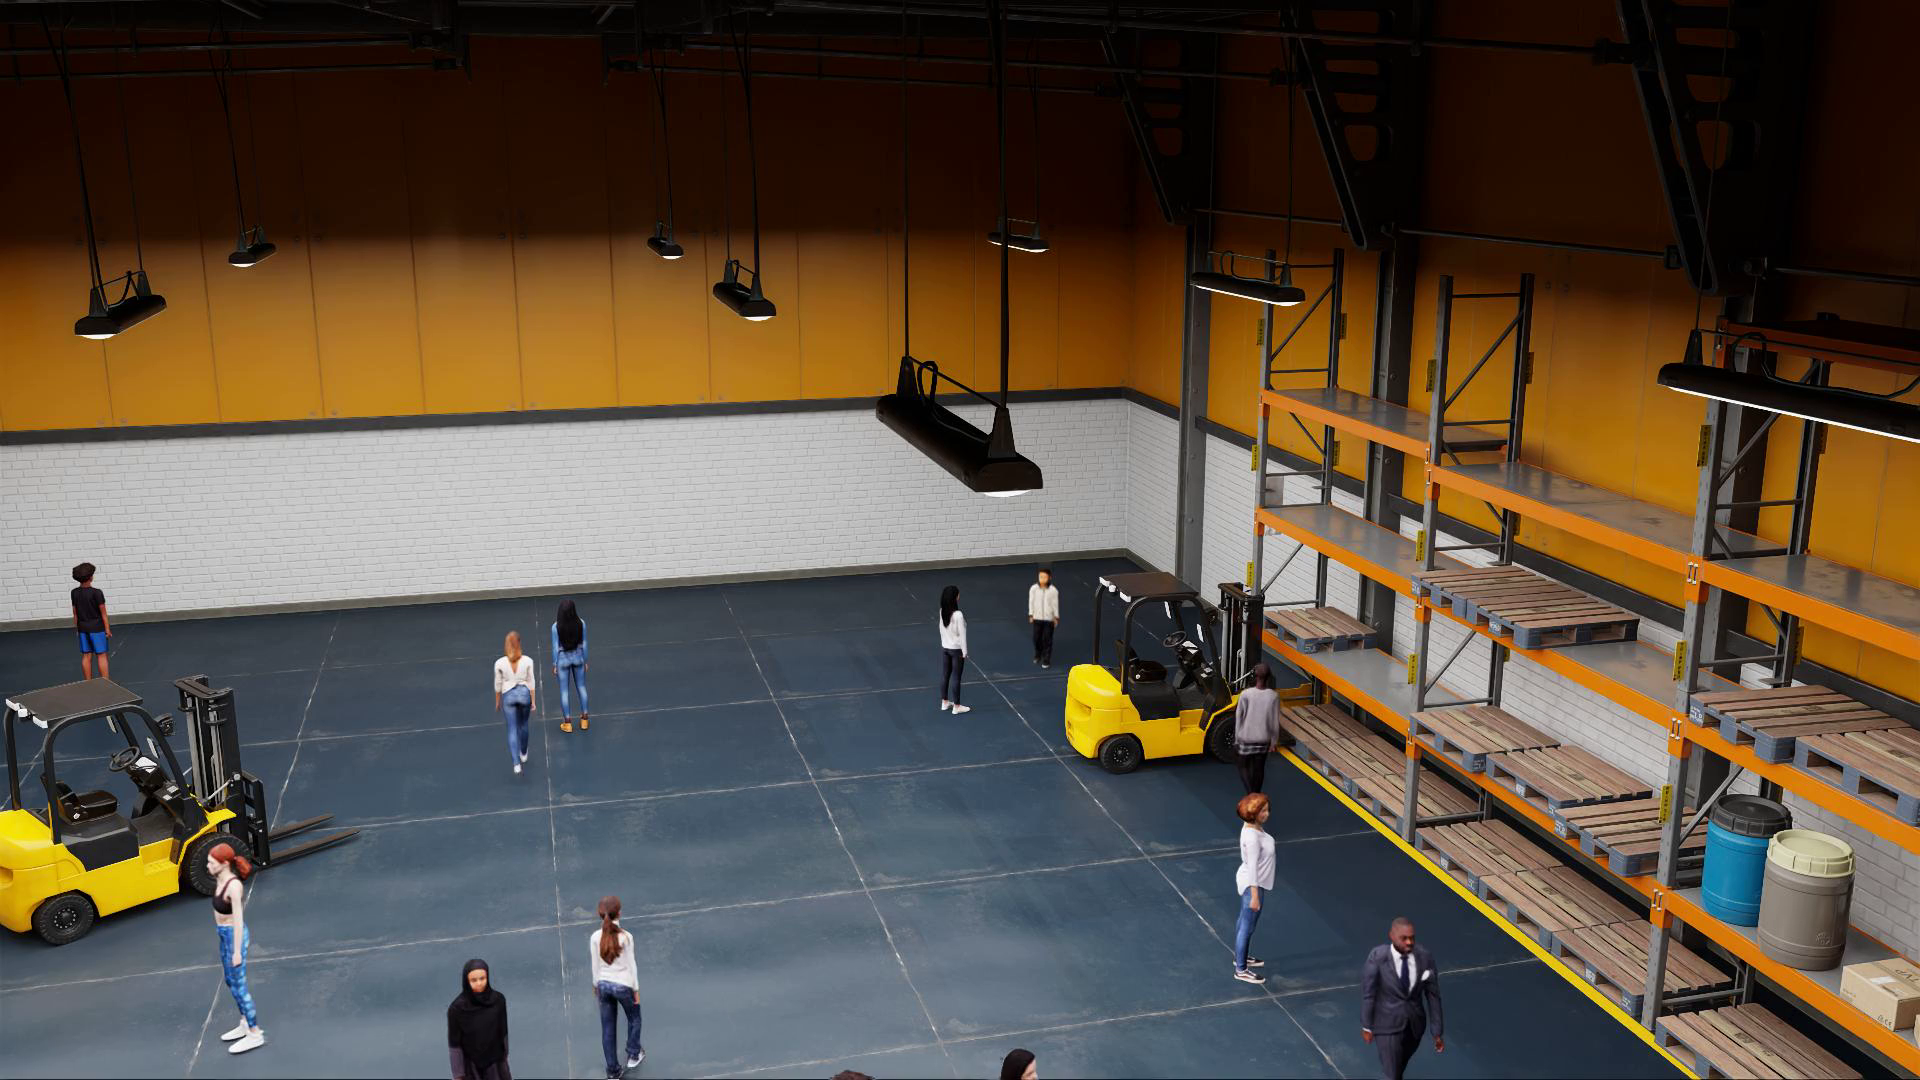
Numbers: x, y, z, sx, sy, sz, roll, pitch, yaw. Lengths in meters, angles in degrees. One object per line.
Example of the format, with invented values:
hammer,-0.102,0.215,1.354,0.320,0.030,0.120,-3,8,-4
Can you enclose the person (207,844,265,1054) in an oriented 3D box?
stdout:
person,-5.935,3.323,13.609,0.717,1.777,0.616,-11,18,-39

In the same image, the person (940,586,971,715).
person,-0.099,1.410,21.670,0.762,1.701,0.646,-12,18,-40

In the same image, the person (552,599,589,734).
person,-4.908,1.570,20.985,0.644,1.713,0.590,-7,15,-28

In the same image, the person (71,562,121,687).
person,-11.708,1.181,22.412,0.676,1.797,0.650,0,14,2

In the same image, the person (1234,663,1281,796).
person,3.247,2.218,18.206,0.761,1.761,0.959,0,14,0

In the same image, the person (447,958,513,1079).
person,-3.506,3.771,12.111,0.679,1.612,0.840,-6,15,-25

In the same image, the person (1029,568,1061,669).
person,1.205,1.077,23.588,0.692,1.446,0.715,2,14,8

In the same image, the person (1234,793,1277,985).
person,2.586,3.058,14.838,0.792,1.714,0.684,3,14,11

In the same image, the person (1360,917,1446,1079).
person,3.242,3.615,12.399,0.808,1.779,1.251,-2,14,-7

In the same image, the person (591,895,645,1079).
person,-2.731,3.577,13.084,0.684,1.530,0.826,1,14,3

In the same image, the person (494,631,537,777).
person,-5.204,1.942,19.510,0.638,1.684,1.100,-4,14,-17
